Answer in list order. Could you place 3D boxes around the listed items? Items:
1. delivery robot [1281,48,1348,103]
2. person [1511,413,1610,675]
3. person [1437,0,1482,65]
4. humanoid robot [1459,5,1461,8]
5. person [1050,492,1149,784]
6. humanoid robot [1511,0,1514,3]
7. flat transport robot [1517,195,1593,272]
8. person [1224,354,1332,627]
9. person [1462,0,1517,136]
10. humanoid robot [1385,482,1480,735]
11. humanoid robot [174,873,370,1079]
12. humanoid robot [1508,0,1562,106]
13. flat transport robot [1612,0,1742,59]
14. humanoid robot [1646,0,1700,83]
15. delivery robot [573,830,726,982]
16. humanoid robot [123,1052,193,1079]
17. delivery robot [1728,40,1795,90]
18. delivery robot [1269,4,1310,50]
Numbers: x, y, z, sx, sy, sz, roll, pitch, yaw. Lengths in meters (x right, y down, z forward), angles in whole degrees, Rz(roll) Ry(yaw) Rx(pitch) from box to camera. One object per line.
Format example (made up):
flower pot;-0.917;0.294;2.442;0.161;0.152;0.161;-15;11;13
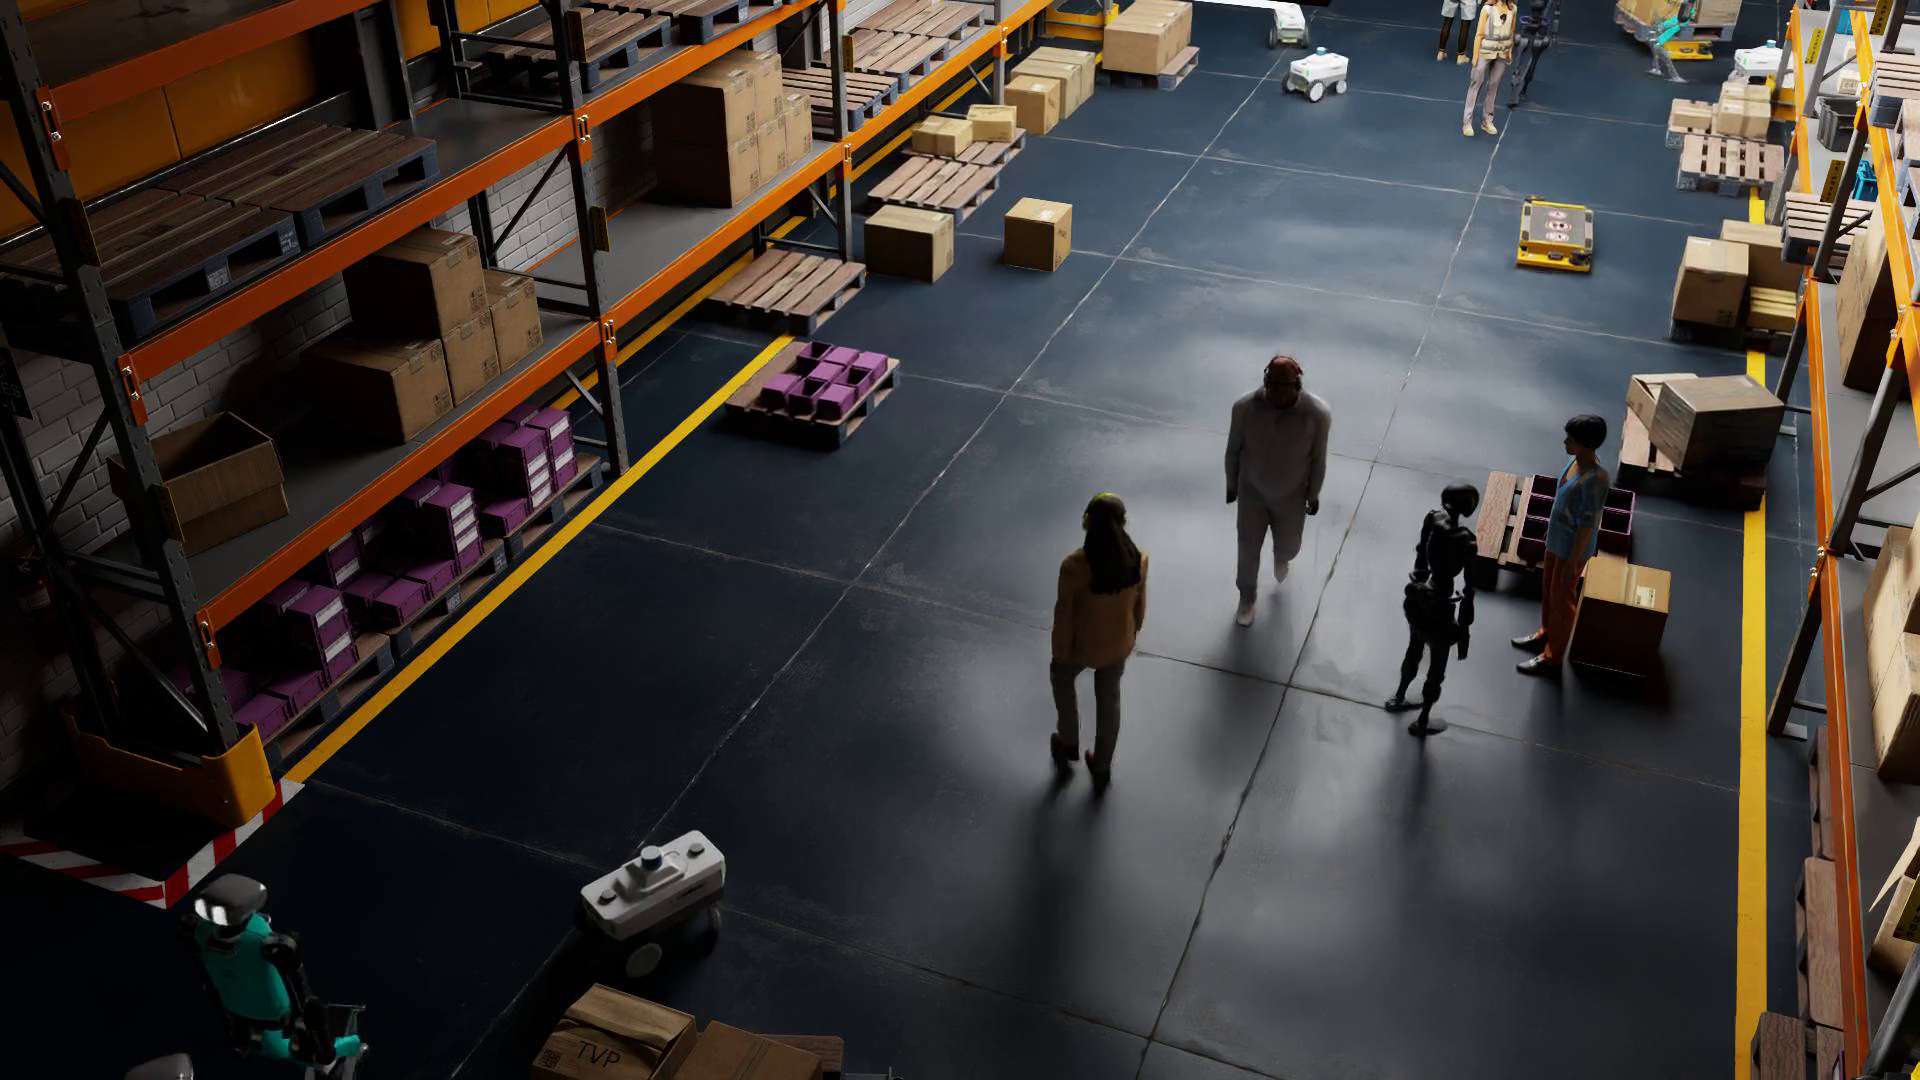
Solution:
delivery robot;4.315;-5.620;20.019;0.772;0.587;0.499;-20;38;-27
person;3.702;0.022;10.187;0.339;1.759;0.499;2;33;3
person;6.309;-6.839;20.868;0.534;1.693;0.321;22;39;30
humanoid robot;6.979;-8.229;22.911;0.689;1.726;0.533;-11;35;-17
person;0.738;0.509;9.345;0.587;1.849;0.629;-10;34;-16
humanoid robot;6.905;-7.018;21.168;0.427;1.643;0.599;7;34;11
flat transport robot;5.810;-2.995;16.227;0.659;0.231;1.431;10;34;15
person;2.003;-0.368;10.660;0.645;1.895;0.575;7;33;10
person;5.949;-5.408;18.570;0.480;1.777;0.308;-7;34;-11
humanoid robot;2.789;0.384;9.697;0.325;1.656;0.592;-10;34;-15
humanoid robot;-2.808;2.015;7.122;0.536;1.790;0.657;9;34;13
humanoid robot;6.701;-5.899;19.451;0.614;1.631;0.740;7;34;11
flat transport robot;9.263;-6.582;21.778;0.659;0.231;1.431;-1;33;-1
humanoid robot;8.684;-6.454;20.230;0.786;1.771;0.559;18;37;26
delivery robot;-1.575;1.845;8.490;0.785;0.614;0.525;-24;40;-33
humanoid robot;-2.838;2.511;6.335;0.556;1.760;0.873;-15;36;-22
delivery robot;9.861;-5.778;20.287;0.790;0.614;0.499;1;33;1
delivery robot;4.306;-6.737;21.761;0.499;0.601;0.775;2;33;3
